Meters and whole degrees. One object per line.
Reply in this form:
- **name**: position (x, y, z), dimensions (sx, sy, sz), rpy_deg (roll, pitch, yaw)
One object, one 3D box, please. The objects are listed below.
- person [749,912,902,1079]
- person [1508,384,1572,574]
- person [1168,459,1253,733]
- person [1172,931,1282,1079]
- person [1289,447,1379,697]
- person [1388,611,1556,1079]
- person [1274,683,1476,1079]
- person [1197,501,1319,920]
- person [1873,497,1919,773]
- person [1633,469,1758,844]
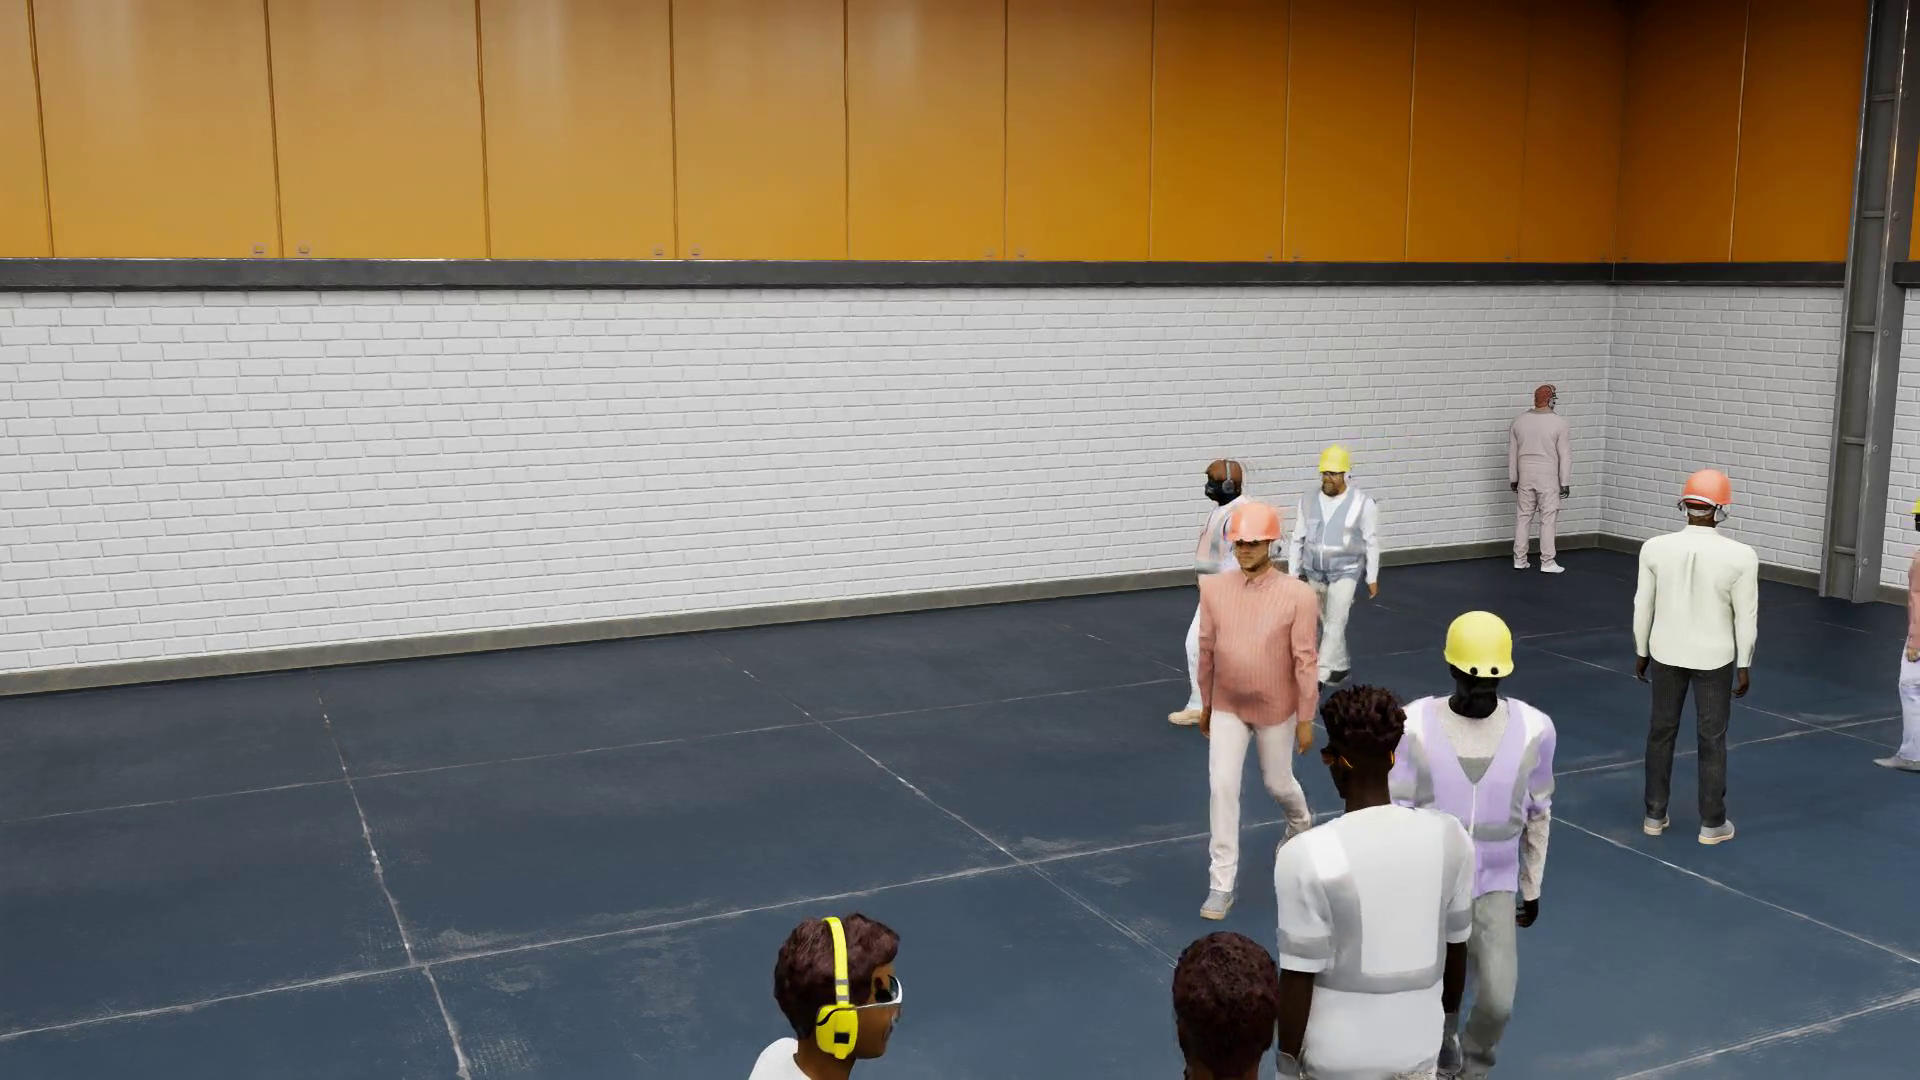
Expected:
- **person**: position (-0.270, 1.607, 3.184), dimensions (0.327, 1.861, 0.506), rpy_deg (-3, 10, -19)
- **person**: position (5.876, -0.618, 16.817), dimensions (0.407, 1.906, 0.655), rpy_deg (-8, 12, -42)
- **person**: position (1.664, 0.375, 10.925), dimensions (0.725, 1.815, 0.668), rpy_deg (0, 9, -2)
- **person**: position (0.437, 1.639, 2.918), dimensions (0.602, 1.891, 0.885), rpy_deg (1, 9, 3)
- **person**: position (2.621, 0.232, 11.897), dimensions (0.621, 1.785, 0.933), rpy_deg (7, 12, 38)
- **person**: position (1.728, 1.168, 5.731), dimensions (0.591, 1.907, 0.453), rpy_deg (2, 9, 9)
- **person**: position (1.147, 1.361, 4.467), dimensions (0.634, 1.935, 0.772), rpy_deg (-3, 10, -20)
- **person**: position (1.457, 0.770, 8.055), dimensions (0.620, 1.967, 0.951), rpy_deg (5, 11, 30)
- **person**: position (5.881, 0.569, 9.951), dimensions (0.527, 1.752, 0.555), rpy_deg (-7, 11, -37)
- **person**: position (3.919, 0.616, 8.887), dimensions (0.612, 1.994, 0.395), rpy_deg (7, 12, 37)
